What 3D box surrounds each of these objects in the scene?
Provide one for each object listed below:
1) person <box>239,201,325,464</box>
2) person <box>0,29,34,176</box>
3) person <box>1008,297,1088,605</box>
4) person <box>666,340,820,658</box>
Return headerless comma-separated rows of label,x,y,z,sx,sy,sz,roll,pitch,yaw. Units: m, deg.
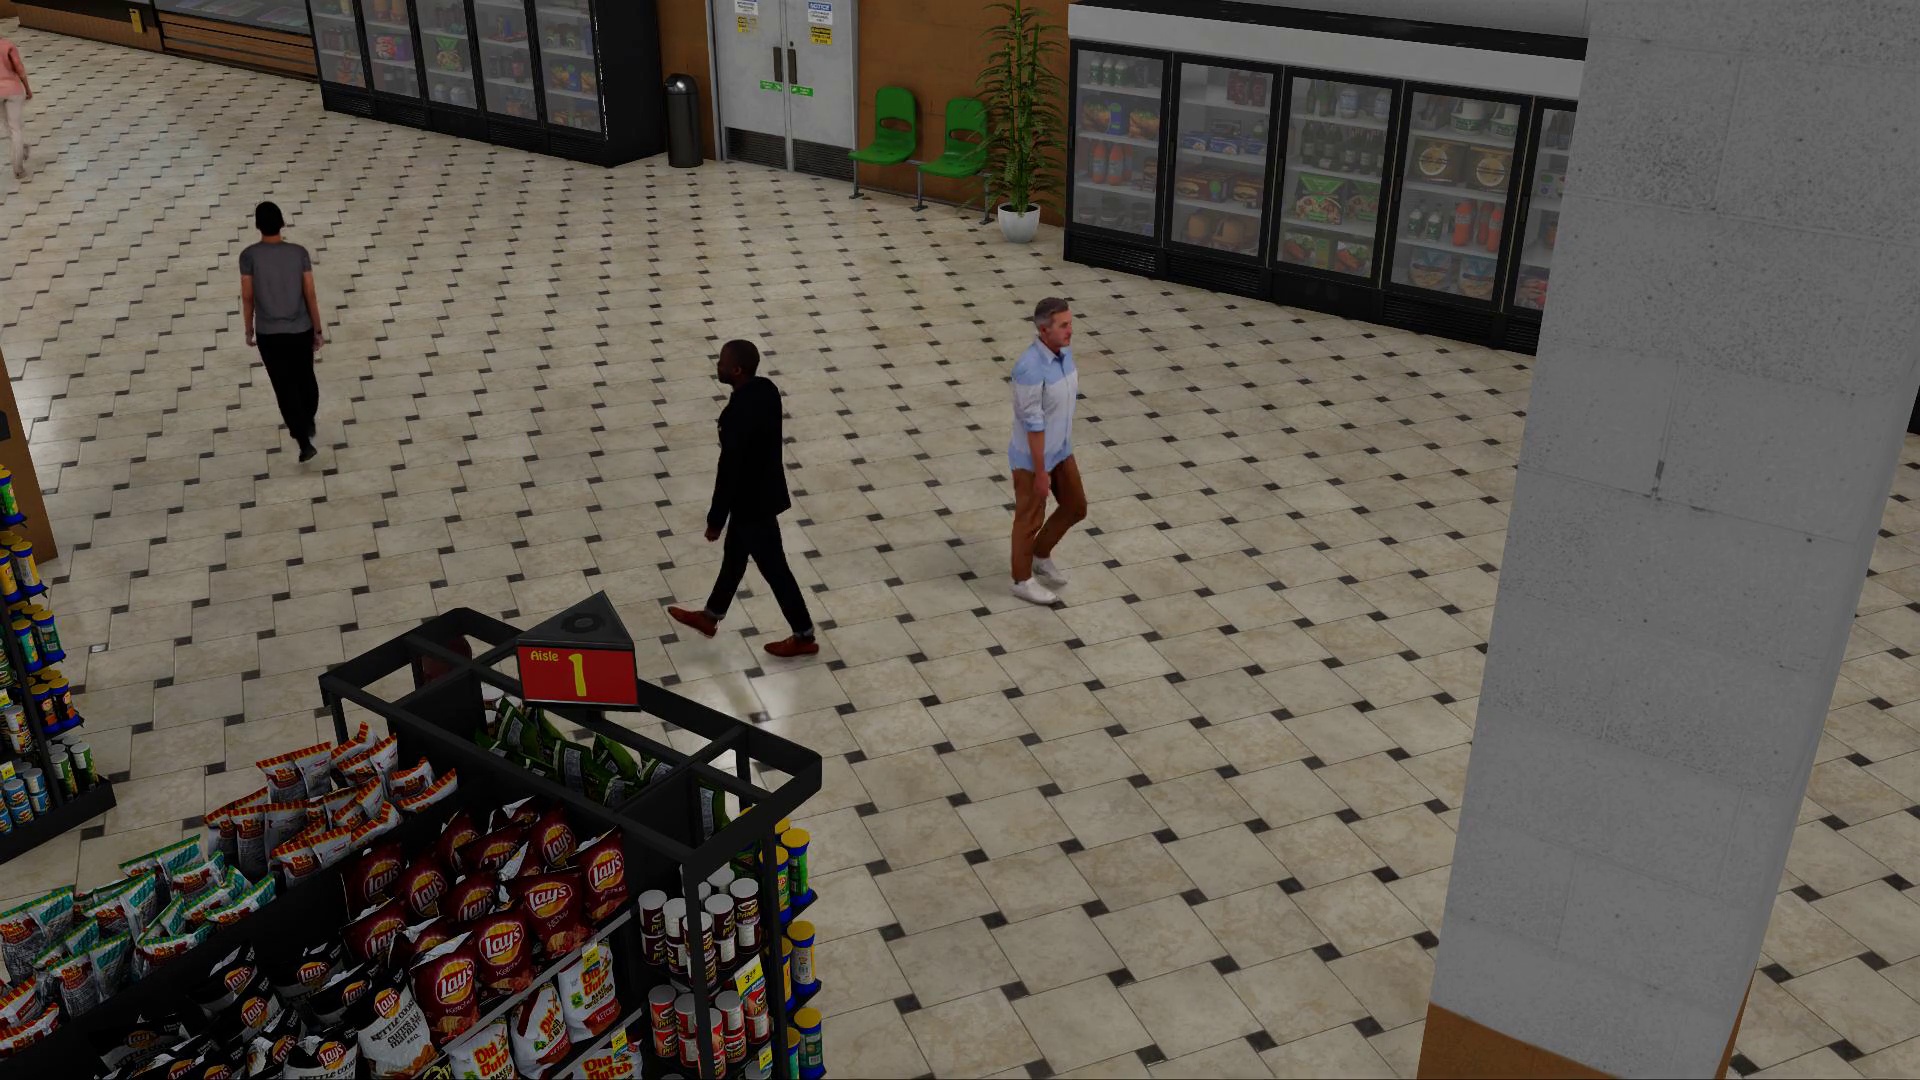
person,-4.492,-1.360,11.090,1.146,1.732,0.953,-17,31,-30
person,-10.273,-4.770,17.875,1.113,1.676,1.121,-7,28,-14
person,0.390,-0.506,9.314,0.738,1.815,0.561,17,31,29
person,-0.978,-0.162,8.675,1.120,1.780,1.173,3,27,6
